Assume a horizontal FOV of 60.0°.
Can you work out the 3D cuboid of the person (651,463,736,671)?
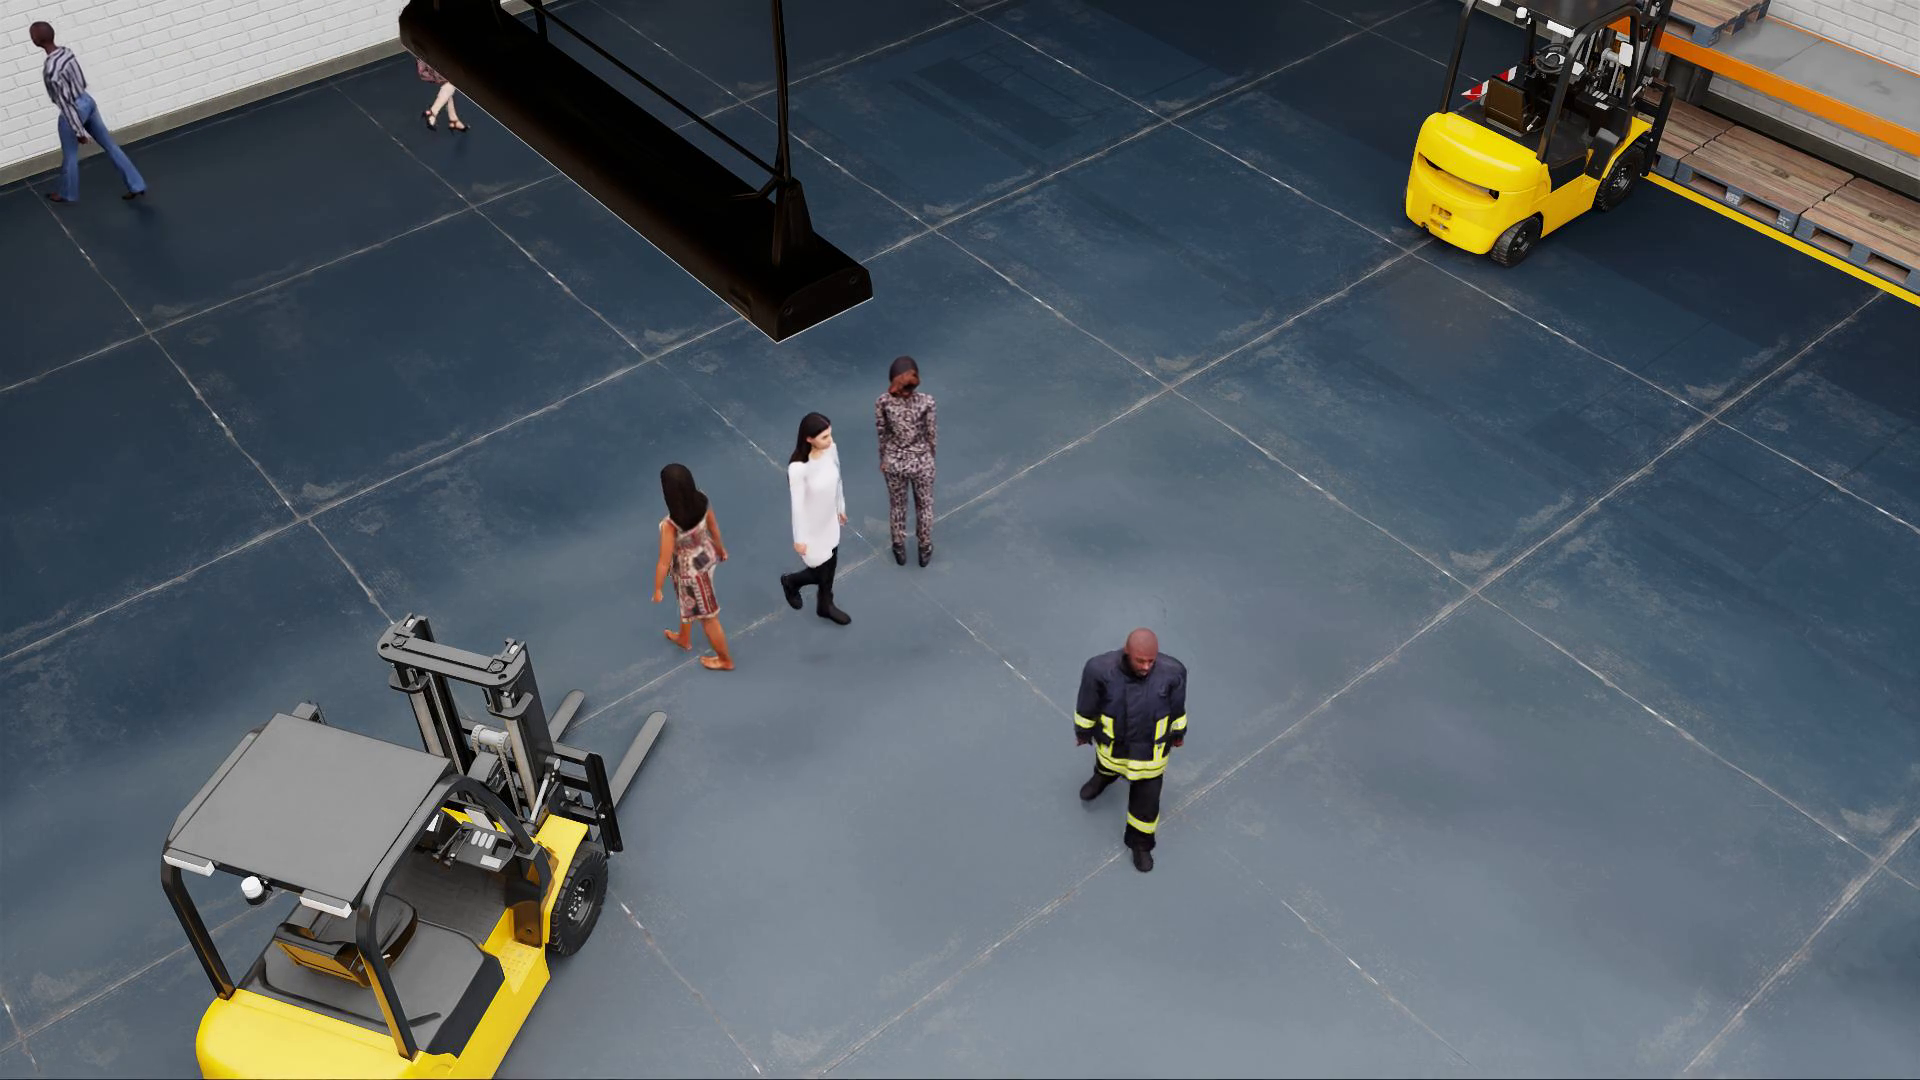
[{"bbox_3d":[-1.631,0.204,10.666,0.973,1.620,0.910,16,46,16],"label":"person"}]

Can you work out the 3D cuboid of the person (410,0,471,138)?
[{"bbox_3d":[-4.948,-4.525,15.526,0.785,1.762,0.750,30,51,27],"label":"person"}]

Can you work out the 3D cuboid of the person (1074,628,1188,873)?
[{"bbox_3d":[1.004,1.028,9.689,1.203,1.775,1.250,10,45,10],"label":"person"}]

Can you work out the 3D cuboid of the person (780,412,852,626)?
[{"bbox_3d":[-1.003,-0.137,10.898,0.830,1.794,0.735,26,49,24],"label":"person"}]

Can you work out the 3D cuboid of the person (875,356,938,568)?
[{"bbox_3d":[-0.353,-0.524,11.364,0.660,1.712,0.718,3,44,3],"label":"person"}]

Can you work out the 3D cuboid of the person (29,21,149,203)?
[{"bbox_3d":[-7.673,-3.723,14.691,1.143,1.754,1.126,-1,44,-1],"label":"person"}]
